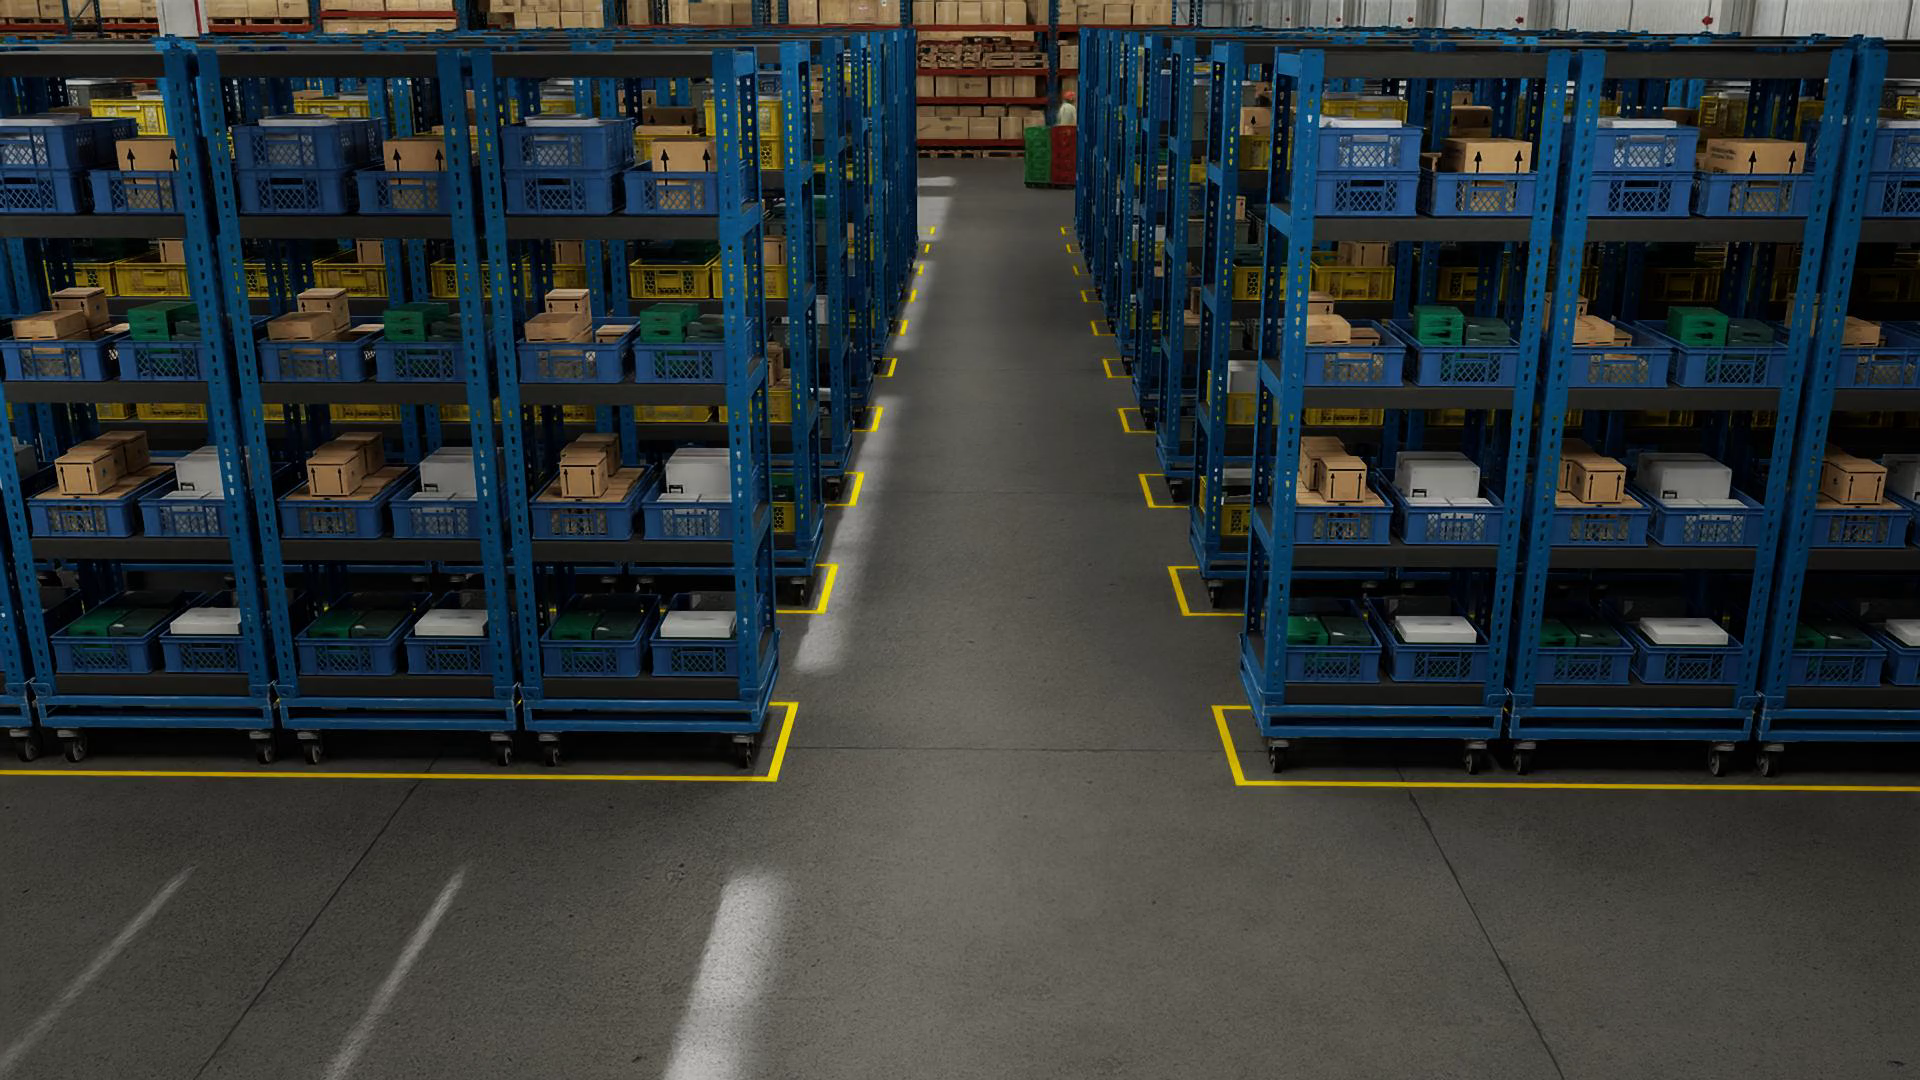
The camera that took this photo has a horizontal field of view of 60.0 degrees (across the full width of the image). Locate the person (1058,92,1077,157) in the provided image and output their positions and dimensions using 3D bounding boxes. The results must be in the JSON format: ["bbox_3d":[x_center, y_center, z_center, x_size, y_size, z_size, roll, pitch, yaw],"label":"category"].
[{"bbox_3d":[2.800,-10.494,42.643,1.050,1.942,0.603,-10,20,-28],"label":"person"}]
